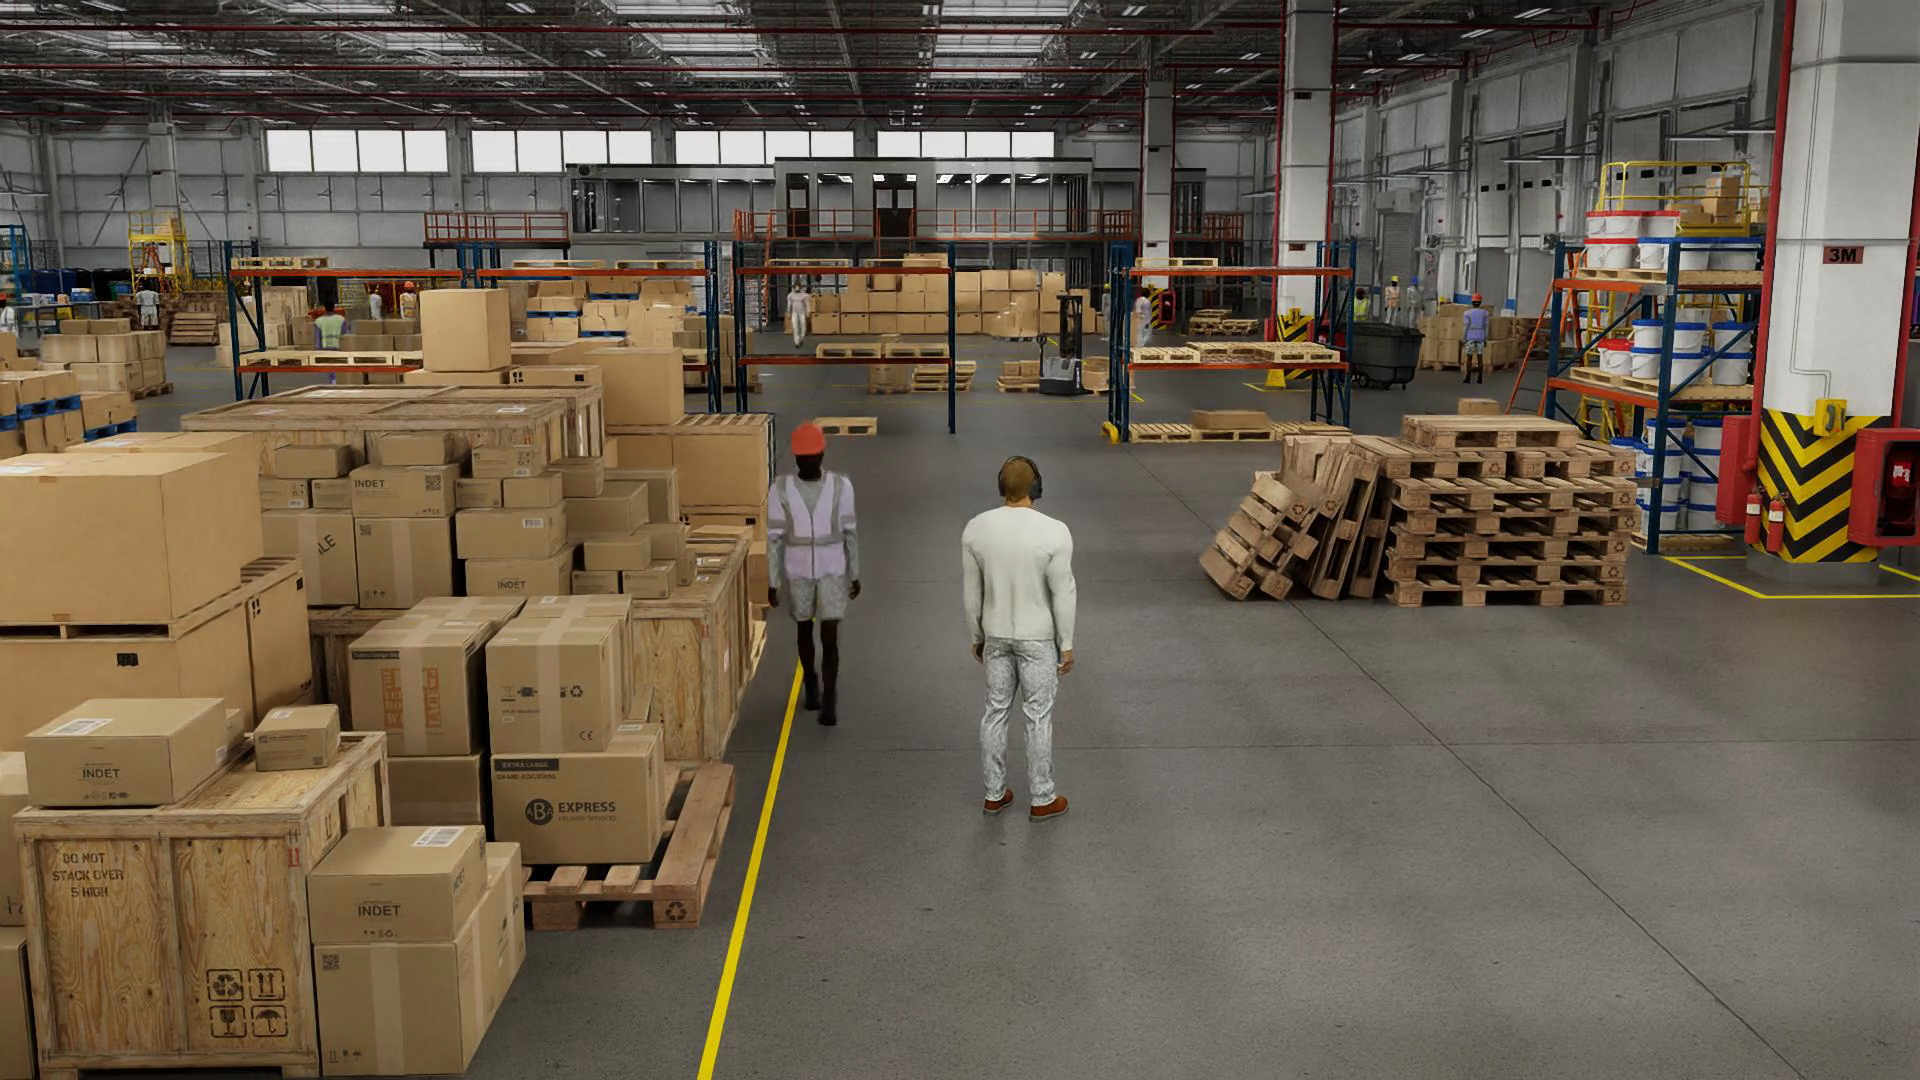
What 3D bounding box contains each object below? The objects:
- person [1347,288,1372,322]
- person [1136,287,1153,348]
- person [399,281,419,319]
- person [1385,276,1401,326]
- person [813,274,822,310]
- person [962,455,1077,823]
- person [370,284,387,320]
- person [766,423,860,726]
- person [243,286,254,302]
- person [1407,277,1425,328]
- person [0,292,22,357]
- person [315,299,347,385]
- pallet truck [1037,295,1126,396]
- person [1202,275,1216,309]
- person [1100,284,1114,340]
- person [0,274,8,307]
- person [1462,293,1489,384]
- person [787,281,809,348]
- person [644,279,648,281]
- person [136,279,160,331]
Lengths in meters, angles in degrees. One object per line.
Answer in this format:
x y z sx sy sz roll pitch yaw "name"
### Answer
10.373 -5.631 43.243 0.619 1.845 0.430 2 10 10 "person"
4.884 -5.775 44.106 0.433 1.829 0.632 -5 11 -25 "person"
-15.392 -6.278 46.570 0.351 1.942 0.545 9 13 40 "person"
14.179 -7.682 54.432 0.594 1.924 0.384 -4 11 -22 "person"
-5.104 -8.783 60.745 0.594 1.874 0.607 1 10 5 "person"
0.316 0.517 8.722 0.630 1.940 0.372 5 11 25 "person"
-16.630 -6.386 47.502 0.548 1.839 0.372 8 13 39 "person"
-0.929 0.217 10.481 0.578 1.900 0.936 -1 10 -3 "person"
-19.291 -6.040 45.578 0.510 1.828 0.853 3 10 14 "person"
14.788 -7.604 54.096 0.652 1.899 0.537 -3 11 -18 "person"
-21.534 -4.607 37.402 0.552 1.889 0.975 5 11 24 "person"
-12.426 -3.814 32.931 0.599 1.905 0.537 -1 10 -4 "person"
2.483 -3.881 33.060 1.885 1.965 0.823 -7 13 -36 "pallet truck"
10.709 -10.776 71.512 0.612 1.986 0.407 3 11 18 "person"
4.533 -7.015 51.267 0.503 1.748 0.341 -8 13 -38 "person"
-41.241 -10.706 71.422 0.639 1.883 0.602 6 12 29 "person"
11.040 -4.316 35.654 0.545 1.938 0.358 1 10 5 "person"
-4.631 -6.451 47.631 0.636 1.911 0.869 -1 10 -5 "person"
-10.114 -7.501 53.649 0.511 1.844 0.328 5 11 25 "person"
-23.322 -6.511 47.798 0.613 1.964 0.361 -8 13 -36 "person"
